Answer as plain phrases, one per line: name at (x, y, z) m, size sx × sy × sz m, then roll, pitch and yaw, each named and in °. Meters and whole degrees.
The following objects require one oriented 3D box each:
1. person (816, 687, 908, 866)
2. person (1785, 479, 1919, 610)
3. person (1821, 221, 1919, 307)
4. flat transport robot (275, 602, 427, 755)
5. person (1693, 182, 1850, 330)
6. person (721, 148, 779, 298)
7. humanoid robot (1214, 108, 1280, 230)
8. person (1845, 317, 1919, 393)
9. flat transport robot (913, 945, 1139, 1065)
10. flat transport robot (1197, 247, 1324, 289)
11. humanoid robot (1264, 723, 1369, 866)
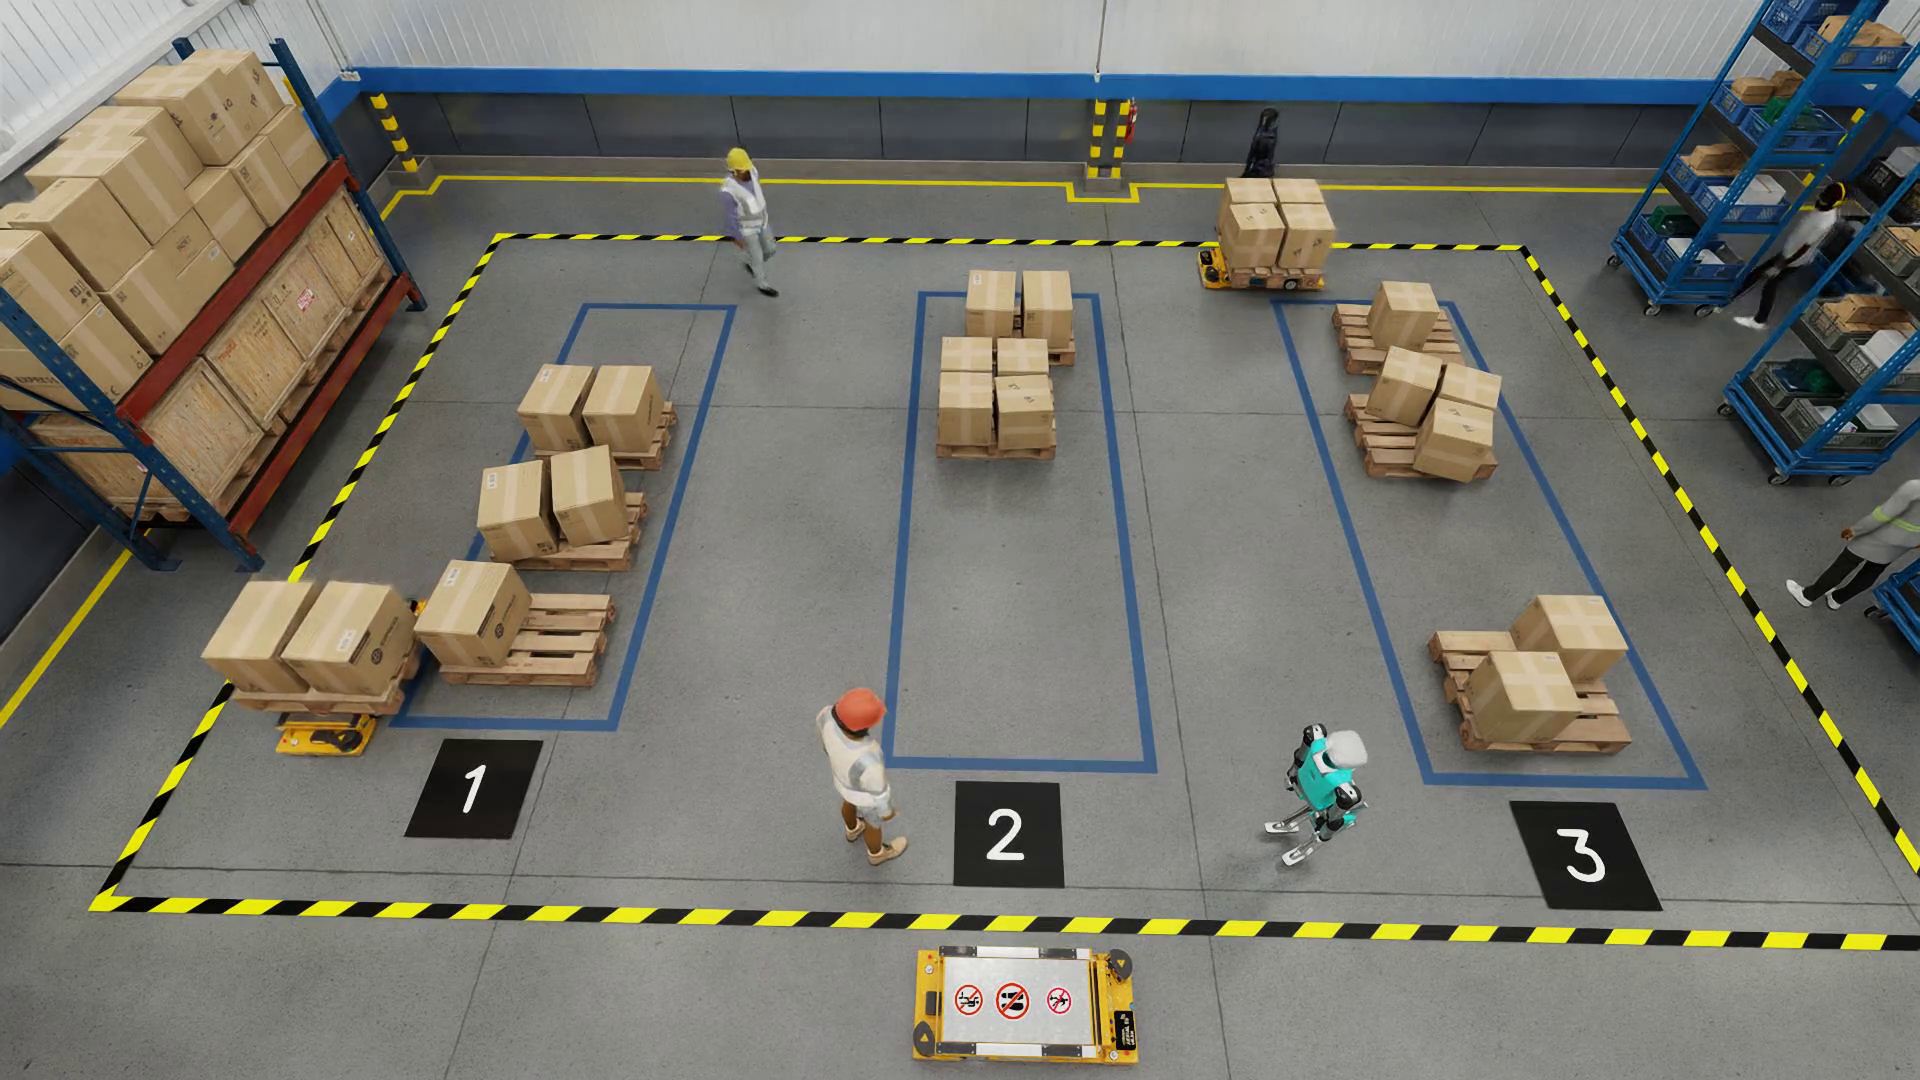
person at (-0.629, 1.570, 6.070) m, size 0.404 × 2.030 × 0.609 m, roll -34°, pitch 58°, yaw -24°
person at (7.641, -0.072, 7.525) m, size 0.587 × 1.849 × 0.390 m, roll 8°, pitch 51°, yaw 7°
person at (10.038, -2.910, 9.843) m, size 0.553 × 1.846 × 0.489 m, roll -20°, pitch 54°, yaw -16°
flat transport robot at (-5.020, 1.082, 7.586) m, size 0.652 × 0.197 × 1.431 m, roll 1°, pitch 51°, yaw 1°
person at (8.929, -3.110, 10.017) m, size 0.845 × 1.818 × 0.601 m, roll 20°, pitch 54°, yaw 16°
person at (-2.369, -3.590, 10.412) m, size 0.439 × 1.813 × 0.609 m, roll 21°, pitch 54°, yaw 16°
humanoid robot at (3.710, -4.501, 11.294) m, size 0.806 × 1.646 × 0.612 m, roll -7°, pitch 51°, yaw -6°
person at (9.091, -1.912, 9.105) m, size 0.497 × 1.710 × 0.472 m, roll -25°, pitch 55°, yaw -19°
flat transport robot at (0.422, 3.041, 6.007) m, size 1.431 × 0.231 × 0.659 m, roll 1°, pitch 51°, yaw 1°
flat transport robot at (3.673, -3.350, 11.199) m, size 1.431 × 0.197 × 0.652 m, roll 1°, pitch 51°, yaw 1°
humanoid robot at (2.500, 1.687, 6.078) m, size 0.735 × 1.674 × 0.533 m, roll -11°, pitch 52°, yaw -9°
